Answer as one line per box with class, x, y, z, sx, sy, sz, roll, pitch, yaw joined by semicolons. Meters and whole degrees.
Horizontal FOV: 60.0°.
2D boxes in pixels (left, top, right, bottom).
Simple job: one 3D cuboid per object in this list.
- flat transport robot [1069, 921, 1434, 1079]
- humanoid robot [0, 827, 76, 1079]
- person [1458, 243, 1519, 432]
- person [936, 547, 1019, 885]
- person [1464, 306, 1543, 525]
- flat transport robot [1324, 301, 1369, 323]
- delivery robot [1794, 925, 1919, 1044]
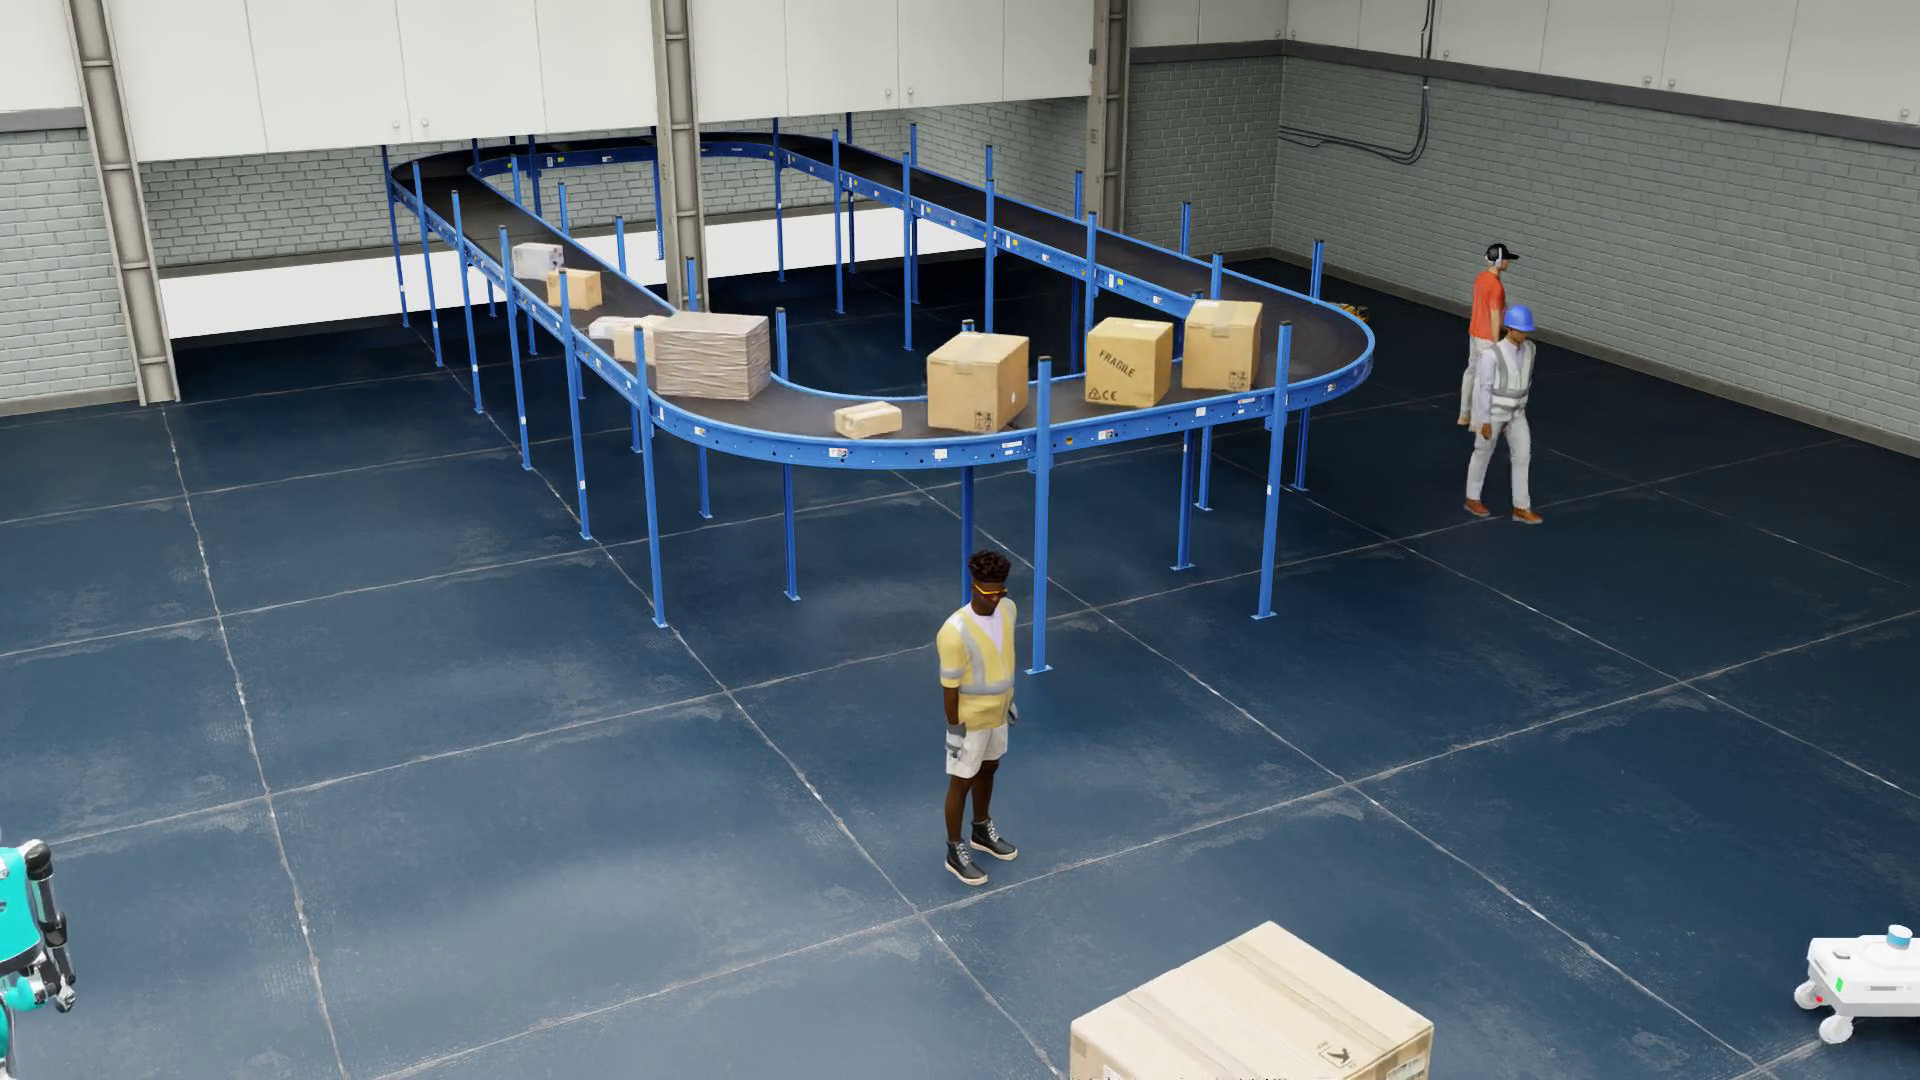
flat transport robot;1.222;2.655;7.312;0.659;0.231;1.431;-16;27;-34
humanoid robot;-4.273;1.904;7.284;0.998;1.783;0.532;17;28;36
person;5.315;-2.033;16.714;0.393;1.911;0.480;-3;22;-7
person;0.120;0.956;9.258;0.370;1.960;0.607;16;27;35
person;4.746;-1.052;14.282;0.641;1.913;0.856;-10;24;-23
flat transport robot;4.348;-2.837;20.888;1.431;0.231;0.659;11;25;26
delivery robot;4.552;2.155;8.142;0.768;0.576;0.499;0;22;0
